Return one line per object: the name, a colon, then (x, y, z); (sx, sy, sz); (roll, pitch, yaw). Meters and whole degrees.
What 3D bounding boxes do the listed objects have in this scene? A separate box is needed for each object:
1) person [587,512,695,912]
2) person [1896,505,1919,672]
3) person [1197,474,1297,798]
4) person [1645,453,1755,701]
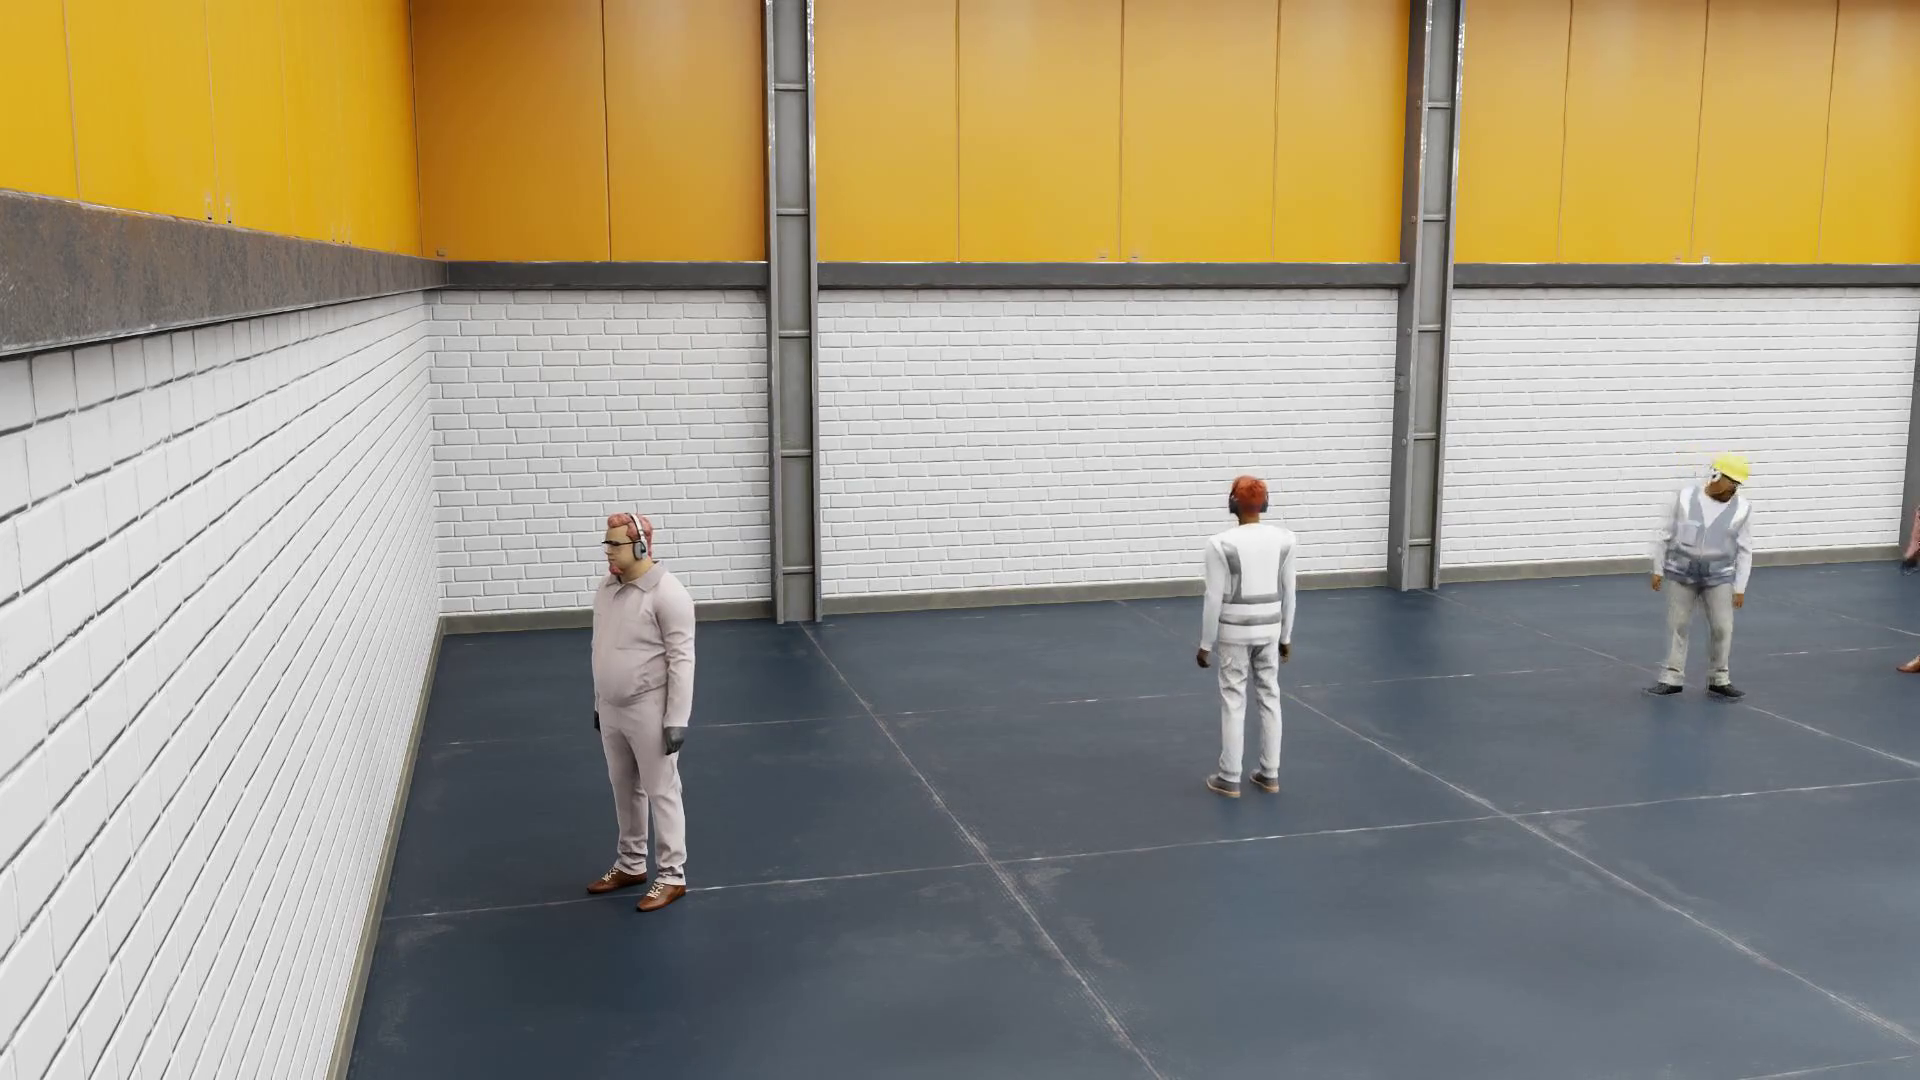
person: (-1.559, 0.812, 7.970); (0.653, 1.906, 0.405); (8, 12, 40)
person: (7.370, 0.099, 12.426); (0.403, 1.905, 0.678); (-1, 9, -3)
person: (1.667, 0.559, 9.626); (0.577, 1.882, 0.346); (-3, 9, -16)
person: (5.236, 0.270, 11.762); (0.669, 1.784, 0.406); (4, 10, 25)
